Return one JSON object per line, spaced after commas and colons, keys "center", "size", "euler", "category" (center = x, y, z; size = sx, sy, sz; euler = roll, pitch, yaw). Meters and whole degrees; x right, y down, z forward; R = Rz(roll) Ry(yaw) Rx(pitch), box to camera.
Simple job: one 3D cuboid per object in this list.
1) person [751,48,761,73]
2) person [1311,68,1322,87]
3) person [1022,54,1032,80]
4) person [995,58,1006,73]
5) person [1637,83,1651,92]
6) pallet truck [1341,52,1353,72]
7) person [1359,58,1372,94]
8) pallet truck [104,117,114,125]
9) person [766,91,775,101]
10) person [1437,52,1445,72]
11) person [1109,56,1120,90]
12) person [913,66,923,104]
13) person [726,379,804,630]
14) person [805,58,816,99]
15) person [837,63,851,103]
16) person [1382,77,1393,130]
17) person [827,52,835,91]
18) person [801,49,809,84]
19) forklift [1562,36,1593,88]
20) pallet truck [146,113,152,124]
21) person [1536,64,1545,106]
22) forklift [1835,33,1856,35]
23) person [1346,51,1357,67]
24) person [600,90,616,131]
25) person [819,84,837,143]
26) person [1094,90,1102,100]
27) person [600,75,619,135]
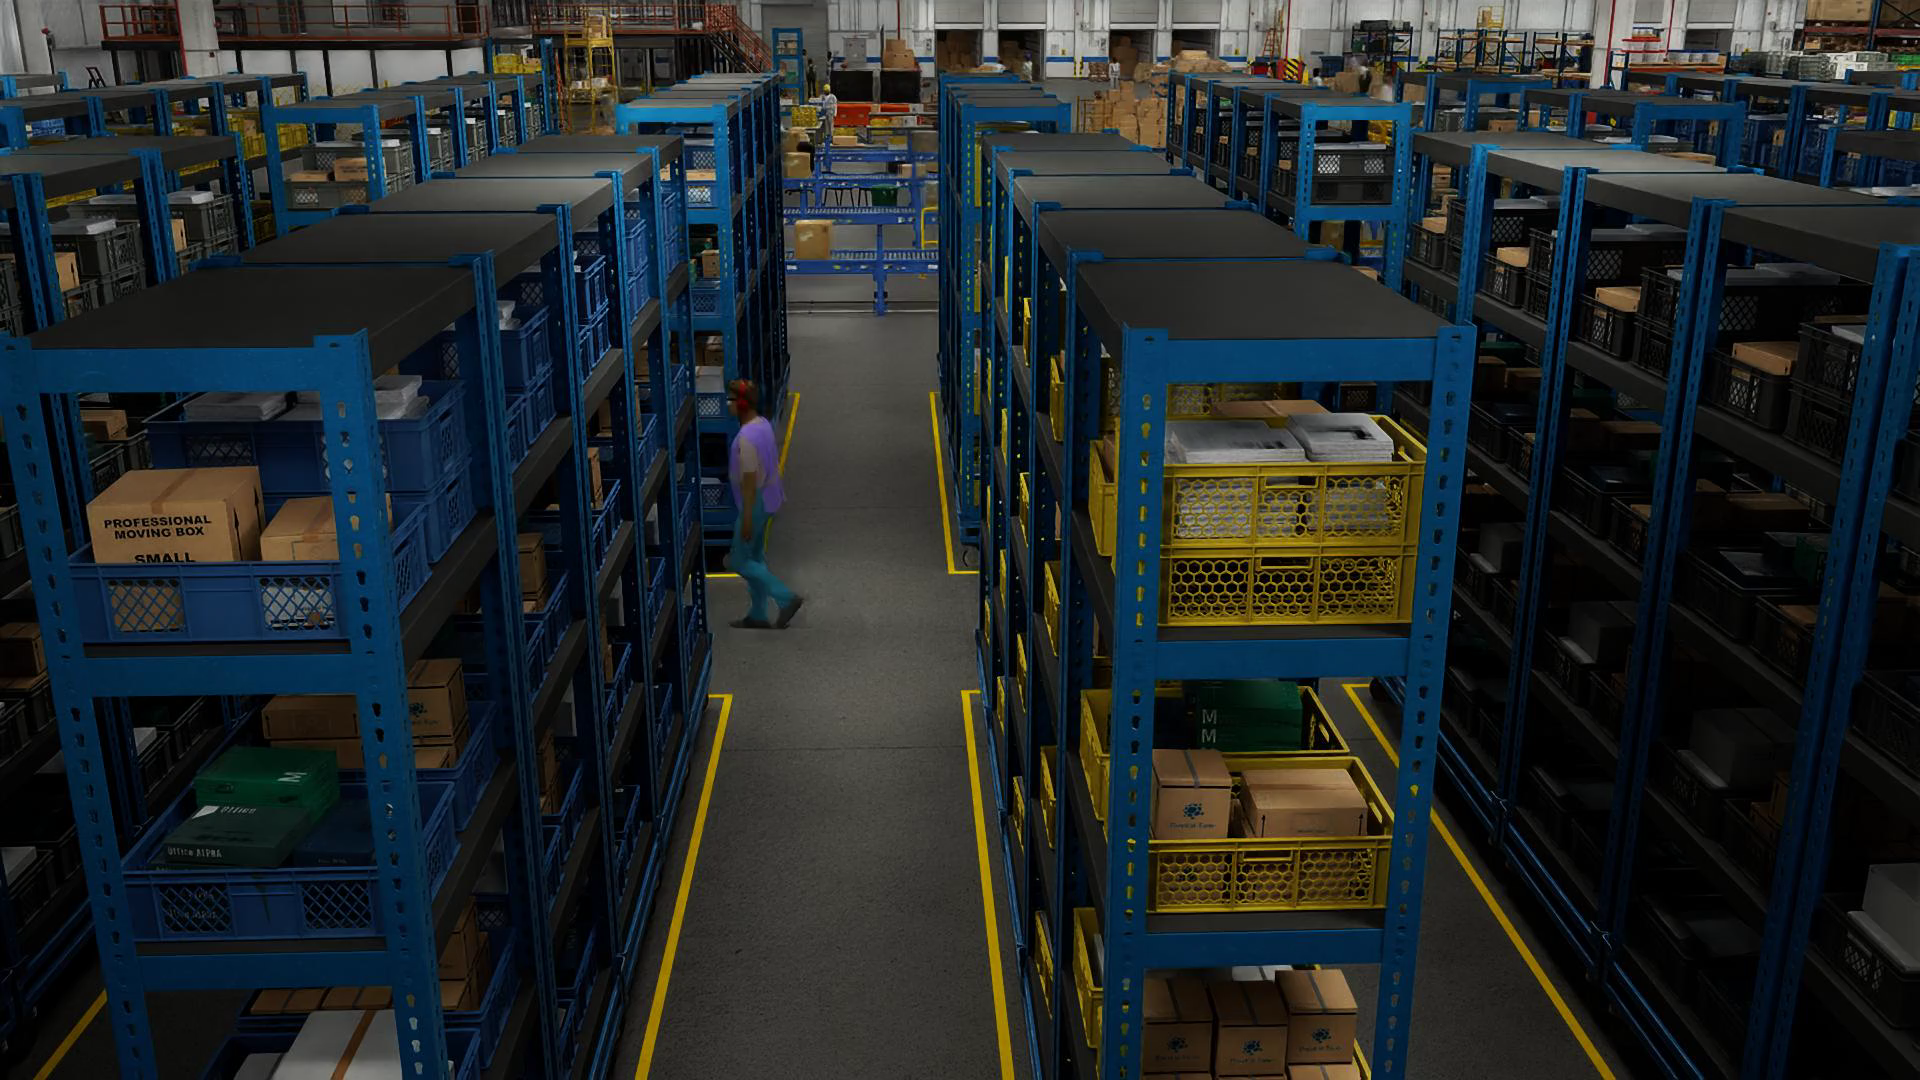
{"center": [-11.234, -26.150, 91.750], "size": [0.586, 1.910, 0.396], "euler": [-7, 19, -20], "category": "person"}
{"center": [13.422, -16.869, 62.944], "size": [0.455, 1.963, 0.659], "euler": [14, 23, 37], "category": "person"}
{"center": [3.325, -22.554, 80.618], "size": [0.646, 1.895, 1.002], "euler": [-12, 22, -33], "category": "person"}
{"center": [1.889, -21.223, 76.546], "size": [0.602, 1.872, 0.413], "euler": [12, 21, 32], "category": "person"}
{"center": [24.972, -16.025, 60.858], "size": [0.508, 1.629, 0.315], "euler": [1, 18, 2], "category": "person"}
{"center": [18.794, -23.123, 82.231], "size": [0.823, 1.965, 1.885], "euler": [-13, 22, -35], "category": "pallet truck"}
{"center": [17.430, -19.771, 71.791], "size": [0.668, 2.000, 0.710], "euler": [9, 20, 27], "category": "person"}
{"center": [-18.367, -7.885, 35.078], "size": [1.885, 1.965, 0.823], "euler": [1, 18, 2], "category": "pallet truck"}
{"center": [-5.811, -12.892, 50.749], "size": [0.566, 1.894, 1.007], "euler": [1, 18, 5], "category": "person"}
{"center": [25.037, -24.453, 86.600], "size": [0.429, 1.843, 0.627], "euler": [-9, 20, -25], "category": "person"}
{"center": [7.299, -21.930, 78.743], "size": [0.569, 1.878, 0.355], "euler": [-8, 20, -24], "category": "person"}
{"center": [-1.651, -17.704, 65.571], "size": [0.419, 1.922, 0.554], "euler": [5, 19, 15], "category": "person"}
{"center": [-1.408, -0.222, 11.618], "size": [0.469, 1.834, 0.587], "euler": [1, 18, 2], "category": "person"}
{"center": [-6.894, -21.339, 76.965], "size": [0.506, 1.839, 0.345], "euler": [-4, 18, -13], "category": "person"}
{"center": [-4.968, -19.334, 70.725], "size": [1.020, 1.855, 0.575], "euler": [9, 20, 26], "category": "person"}
{"center": [14.768, -14.960, 57.188], "size": [0.897, 1.860, 0.658], "euler": [8, 20, 24], "category": "person"}
{"center": [-6.598, -23.853, 84.612], "size": [0.390, 1.922, 0.591], "euler": [-12, 22, -33], "category": "person"}
{"center": [-8.524, -25.980, 91.286], "size": [0.533, 1.864, 0.311], "euler": [3, 18, 9], "category": "person"}
{"center": [28.994, -22.016, 77.391], "size": [1.873, 2.768, 1.129], "euler": [2, 18, 5], "category": "forklift"}
{"center": [-18.087, -8.309, 36.390], "size": [1.885, 1.965, 0.823], "euler": [-1, 18, -4], "category": "pallet truck"}
{"center": [24.106, -18.863, 69.277], "size": [0.530, 1.857, 0.324], "euler": [-10, 20, -27], "category": "person"}
{"center": [46.056, -25.071, 86.845], "size": [1.129, 2.768, 1.873], "euler": [-1, 18, -2], "category": "forklift"}
{"center": [20.598, -24.775, 87.527], "size": [0.918, 1.890, 0.596], "euler": [-13, 22, -35], "category": "person"}
{"center": [-11.671, -14.193, 55.060], "size": [0.852, 1.711, 0.488], "euler": [1, 18, 2], "category": "person"}
{"center": [-4.212, -13.528, 52.802], "size": [0.587, 1.835, 0.404], "euler": [2, 18, 7], "category": "person"}
{"center": [4.370, -13.565, 53.285], "size": [0.502, 1.607, 0.725], "euler": [12, 22, 33], "category": "person"}
{"center": [-11.802, -14.645, 56.026], "size": [0.626, 1.979, 0.437], "euler": [2, 18, 6], "category": "person"}
